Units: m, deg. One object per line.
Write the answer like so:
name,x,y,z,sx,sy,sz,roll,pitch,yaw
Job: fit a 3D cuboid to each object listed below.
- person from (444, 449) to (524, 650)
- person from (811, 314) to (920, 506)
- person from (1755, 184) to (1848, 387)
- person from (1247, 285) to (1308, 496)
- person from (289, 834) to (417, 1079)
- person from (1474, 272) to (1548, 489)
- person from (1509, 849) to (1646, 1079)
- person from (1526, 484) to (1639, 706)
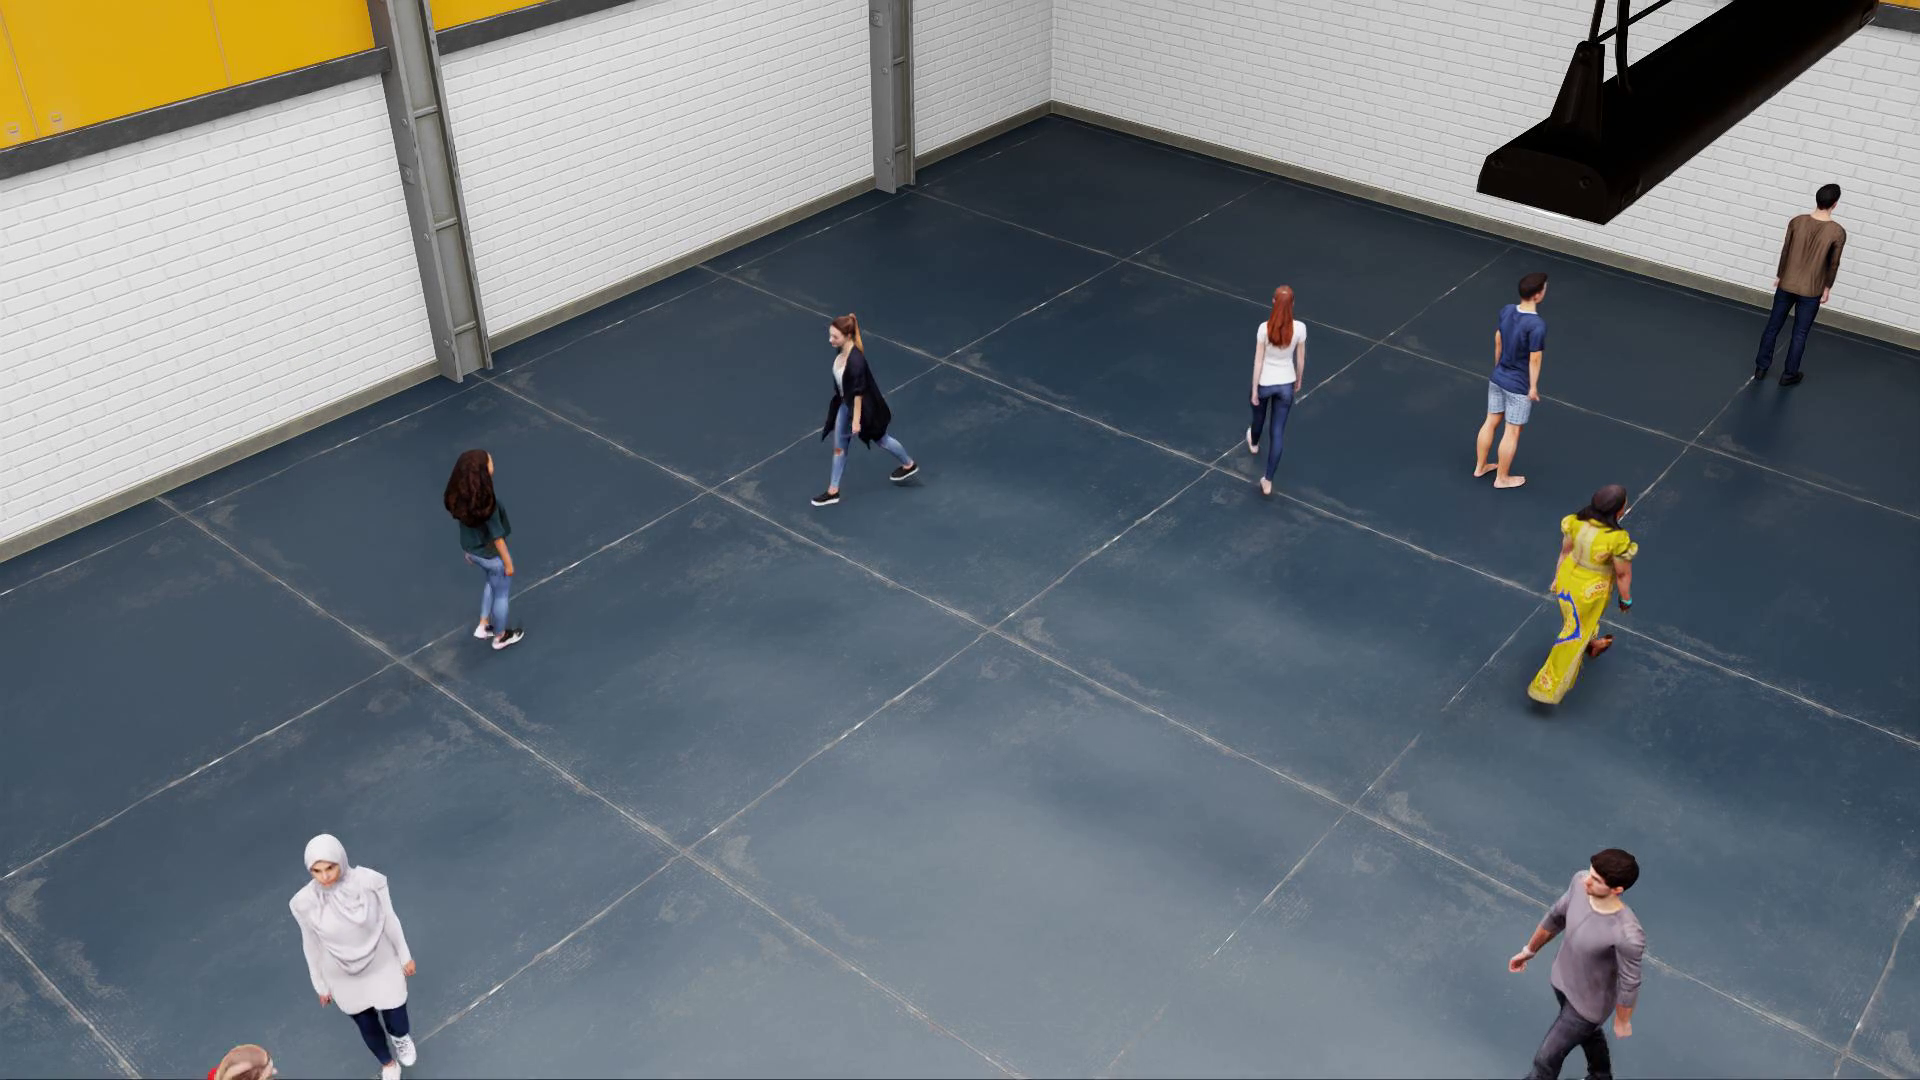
person,-3.337,0.117,11.532,0.590,1.602,0.611,23,40,30
person,-0.716,-1.053,13.278,1.273,1.619,0.909,-15,36,-21
person,7.535,-2.289,14.894,0.646,1.887,0.549,26,42,34
person,2.541,-1.164,13.381,1.034,1.688,1.169,1,34,1
person,-3.015,2.106,8.392,0.763,1.766,0.838,-11,35,-16
person,4.461,-1.291,13.427,0.690,1.849,0.698,-16,37,-22
person,3.159,2.206,8.201,1.212,1.811,1.136,-3,34,-5
person,4.115,0.397,11.106,1.310,1.608,1.012,-19,38,-26
